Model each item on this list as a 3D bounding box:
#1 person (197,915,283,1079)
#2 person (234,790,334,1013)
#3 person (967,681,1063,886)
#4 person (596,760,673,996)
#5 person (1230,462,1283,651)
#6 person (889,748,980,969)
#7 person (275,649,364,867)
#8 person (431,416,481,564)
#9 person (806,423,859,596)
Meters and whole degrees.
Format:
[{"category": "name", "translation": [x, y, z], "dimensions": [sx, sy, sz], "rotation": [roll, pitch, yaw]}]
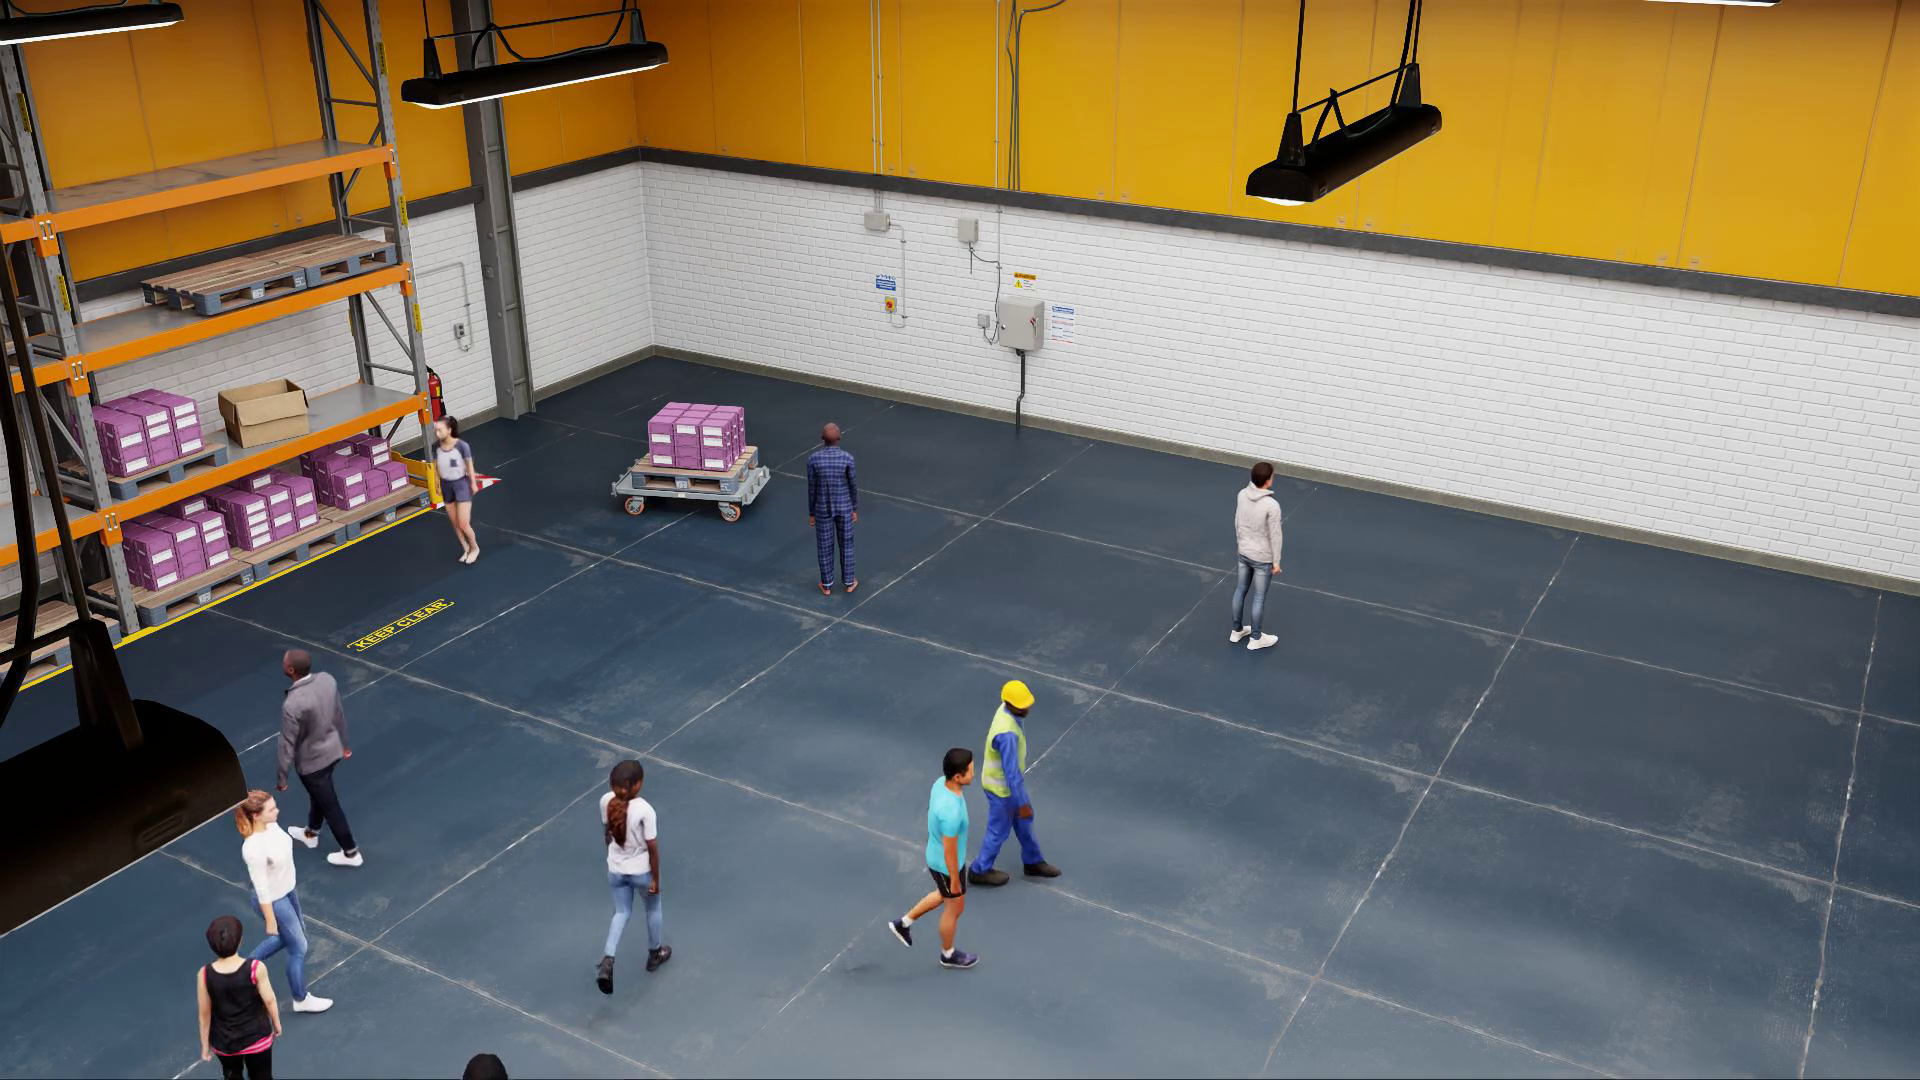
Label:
[{"category": "person", "translation": [-4.226, 2.933, 9.738], "dimensions": [0.689, 1.537, 0.745], "rotation": [-5, 24, -11]}, {"category": "person", "translation": [-4.538, 2.364, 10.835], "dimensions": [0.990, 1.703, 0.950], "rotation": [-4, 24, -10]}, {"category": "person", "translation": [0.254, 1.774, 12.107], "dimensions": [0.984, 1.765, 1.003], "rotation": [2, 24, 5]}, {"category": "person", "translation": [-2.230, 2.255, 11.083], "dimensions": [0.701, 1.704, 1.009], "rotation": [8, 25, 19]}, {"category": "person", "translation": [2.790, 0.131, 15.753], "dimensions": [0.688, 1.853, 0.736], "rotation": [-19, 30, -37]}, {"category": "person", "translation": [-0.172, 2.166, 11.216], "dimensions": [0.968, 1.759, 0.940], "rotation": [-3, 24, -7]}, {"category": "person", "translation": [-4.687, 1.649, 12.351], "dimensions": [0.951, 1.797, 0.984], "rotation": [7, 24, 15]}, {"category": "person", "translation": [-5.268, -0.552, 17.581], "dimensions": [0.671, 1.641, 0.632], "rotation": [8, 25, 18]}, {"category": "person", "translation": [-1.280, -0.323, 16.835], "dimensions": [0.758, 1.818, 0.794], "rotation": [-3, 24, -8]}]
